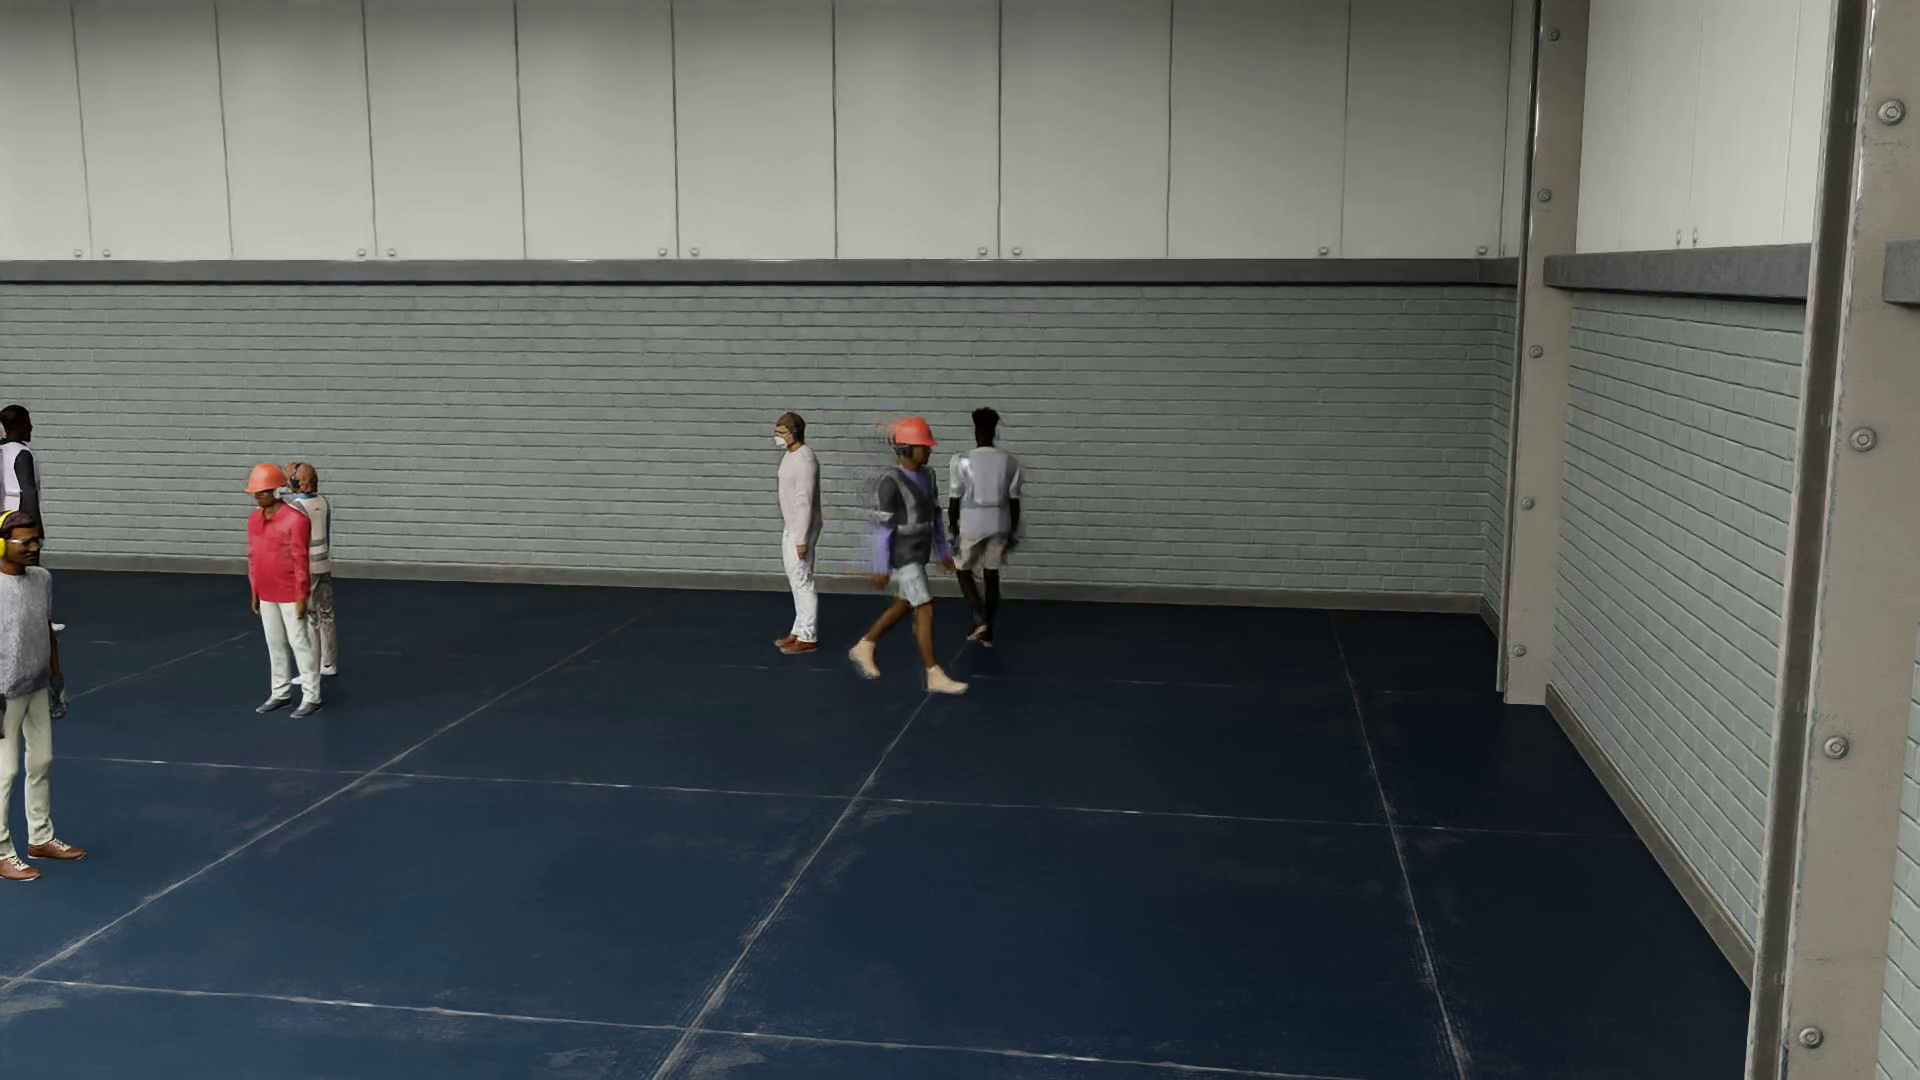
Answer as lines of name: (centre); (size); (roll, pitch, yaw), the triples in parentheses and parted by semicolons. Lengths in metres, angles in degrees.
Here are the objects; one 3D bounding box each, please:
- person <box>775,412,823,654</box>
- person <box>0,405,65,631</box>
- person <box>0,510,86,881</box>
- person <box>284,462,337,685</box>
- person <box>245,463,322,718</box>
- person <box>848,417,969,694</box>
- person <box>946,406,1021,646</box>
person: (-1.279, -0.059, 13.210); (0.373, 1.930, 0.636); (-2, 9, -14)
person: (-7.879, -0.173, 13.939); (0.591, 1.920, 0.393); (7, 11, 37)
person: (-4.703, 0.766, 8.348); (0.327, 1.861, 0.507); (2, 9, 13)
person: (-4.790, 0.243, 12.233); (0.307, 1.640, 0.522); (2, 9, 10)
person: (-4.638, 0.342, 11.307); (0.566, 1.742, 0.356); (5, 10, 27)
person: (-0.417, 0.097, 12.047); (1.002, 2.011, 0.628); (4, 10, 26)
person: (0.181, -0.099, 13.381); (0.629, 1.946, 0.407); (-3, 10, -15)
